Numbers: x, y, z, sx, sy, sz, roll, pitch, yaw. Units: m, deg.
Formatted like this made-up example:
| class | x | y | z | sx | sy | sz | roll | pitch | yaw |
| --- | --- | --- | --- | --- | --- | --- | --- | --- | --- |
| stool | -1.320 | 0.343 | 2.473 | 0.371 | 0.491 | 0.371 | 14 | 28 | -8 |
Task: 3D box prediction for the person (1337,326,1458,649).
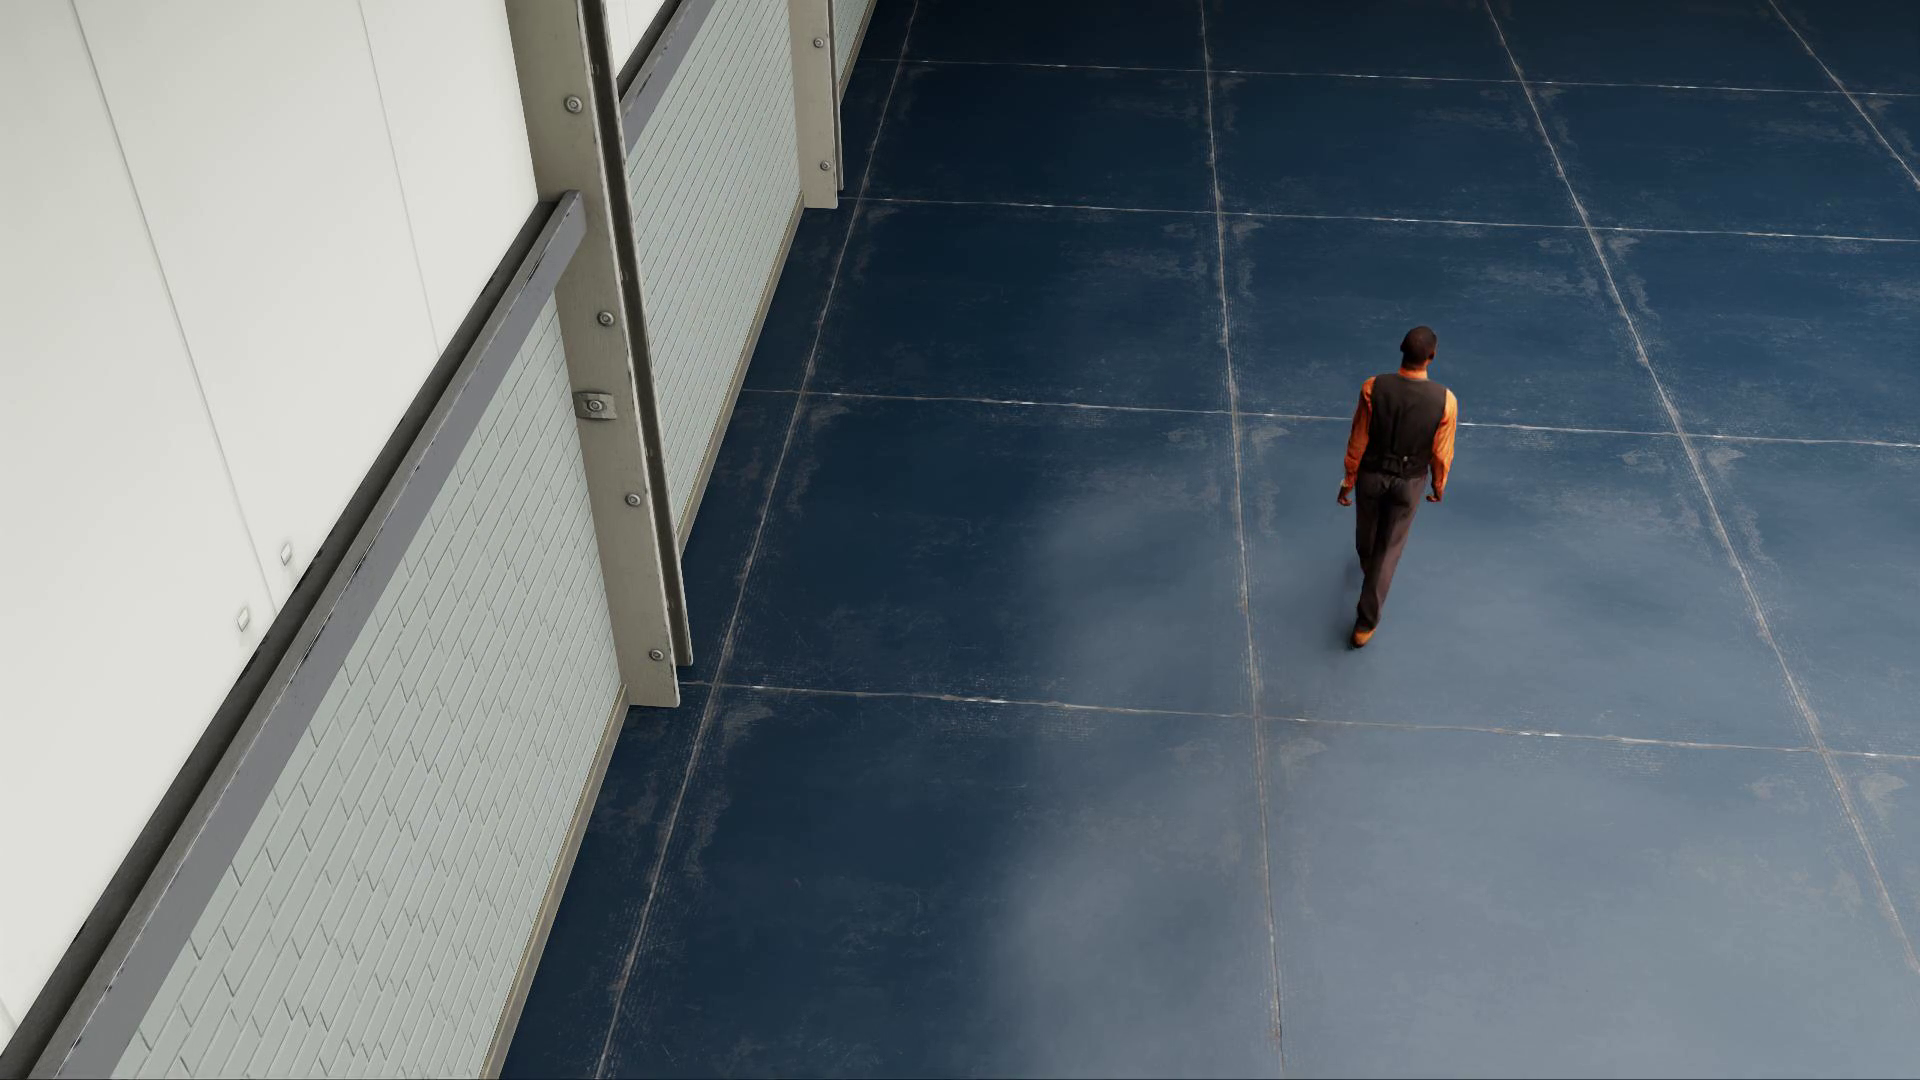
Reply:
| class | x | y | z | sx | sy | sz | roll | pitch | yaw |
| --- | --- | --- | --- | --- | --- | --- | --- | --- | --- |
| person | 2.348 | -0.245 | 9.121 | 0.968 | 1.857 | 1.317 | 14 | 40 | 17 |
